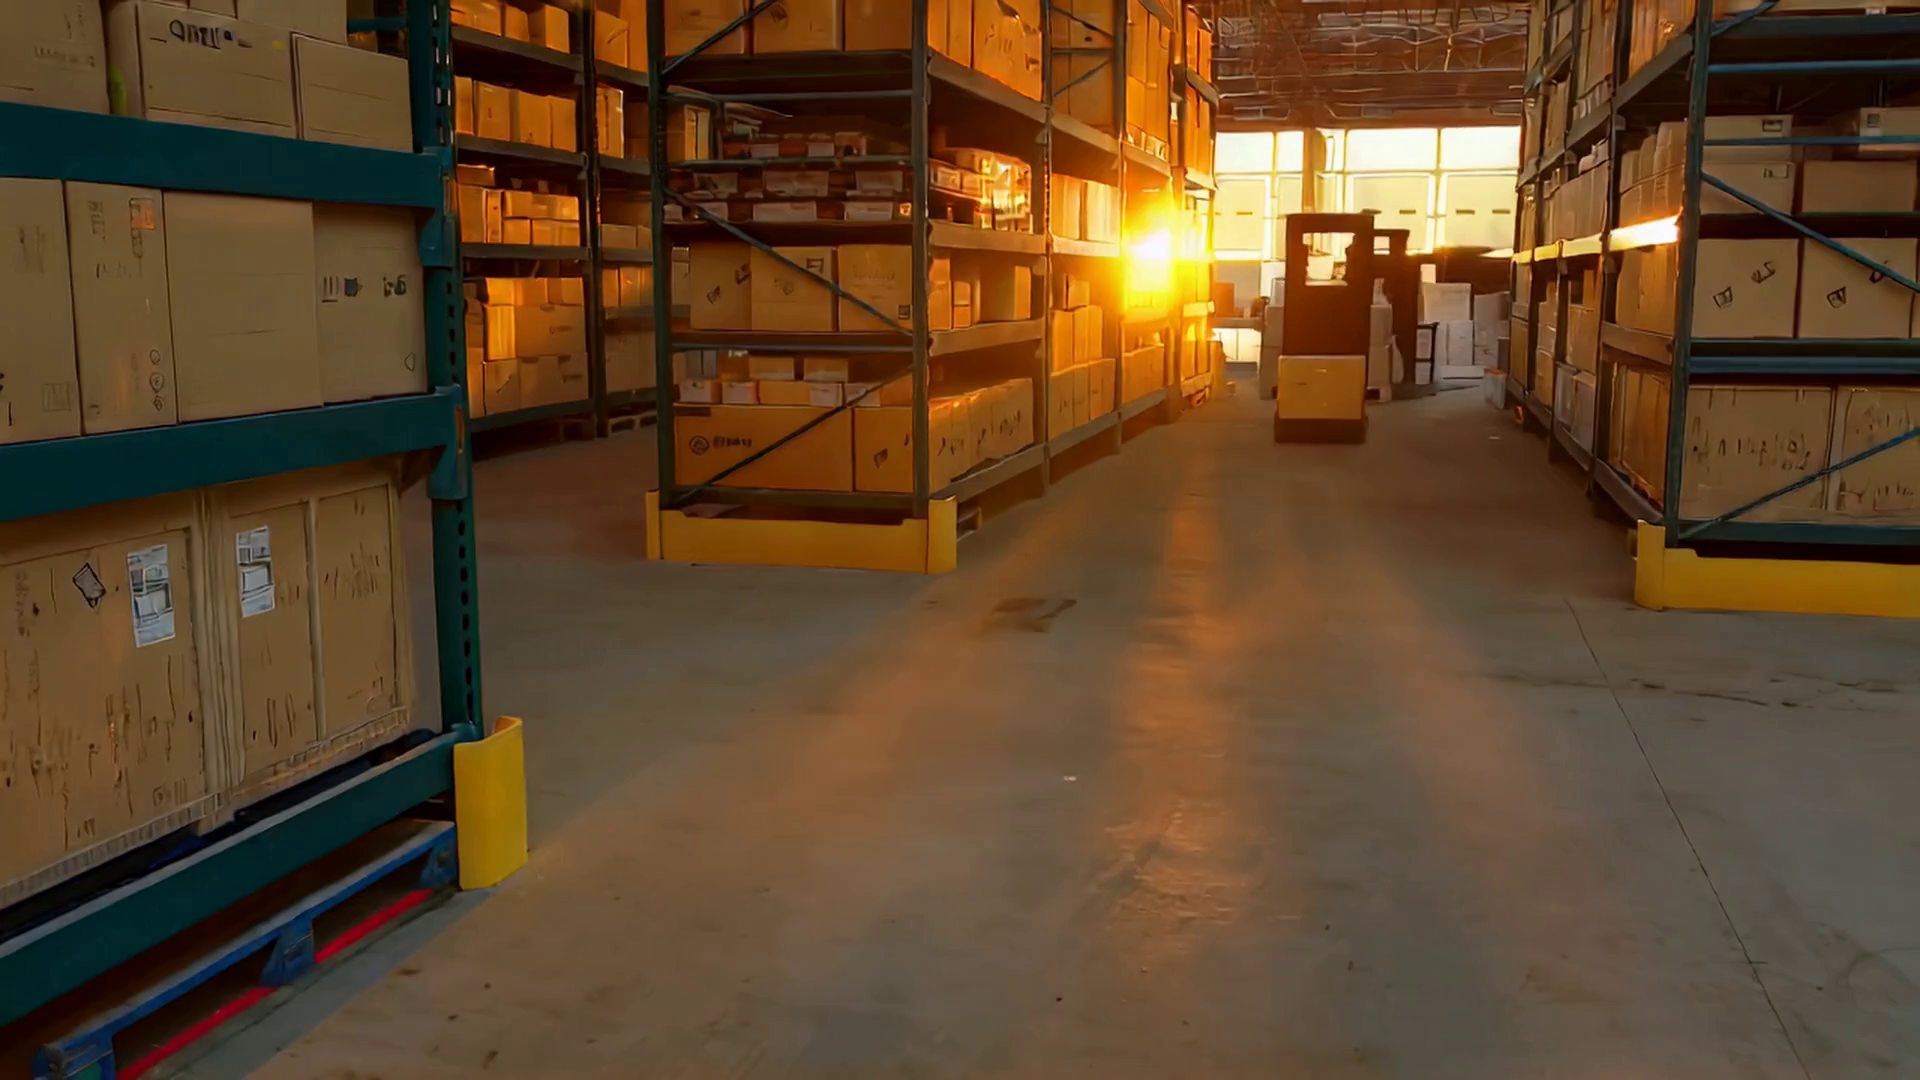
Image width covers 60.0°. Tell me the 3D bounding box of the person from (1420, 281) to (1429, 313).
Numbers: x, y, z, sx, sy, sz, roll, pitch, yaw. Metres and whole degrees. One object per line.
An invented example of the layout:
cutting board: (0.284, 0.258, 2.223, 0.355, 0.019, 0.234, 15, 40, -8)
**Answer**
person: (13.887, -6.742, 49.588, 0.372, 1.940, 0.630, -2, 9, -14)

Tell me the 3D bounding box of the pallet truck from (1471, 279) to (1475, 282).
pallet truck: (18.896, -8.459, 60.307, 1.885, 1.965, 0.823, 5, 10, 31)

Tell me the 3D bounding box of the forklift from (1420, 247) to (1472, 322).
forklift: (12.724, -6.180, 43.035, 1.129, 2.768, 1.873, -3, 9, -19)

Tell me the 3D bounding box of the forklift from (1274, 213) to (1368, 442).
forklift: (4.577, -2.686, 20.835, 1.129, 2.768, 1.873, 2, 9, 15)

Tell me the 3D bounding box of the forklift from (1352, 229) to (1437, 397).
forklift: (6.942, -3.767, 27.707, 1.873, 2.768, 1.129, -6, 11, -34)
